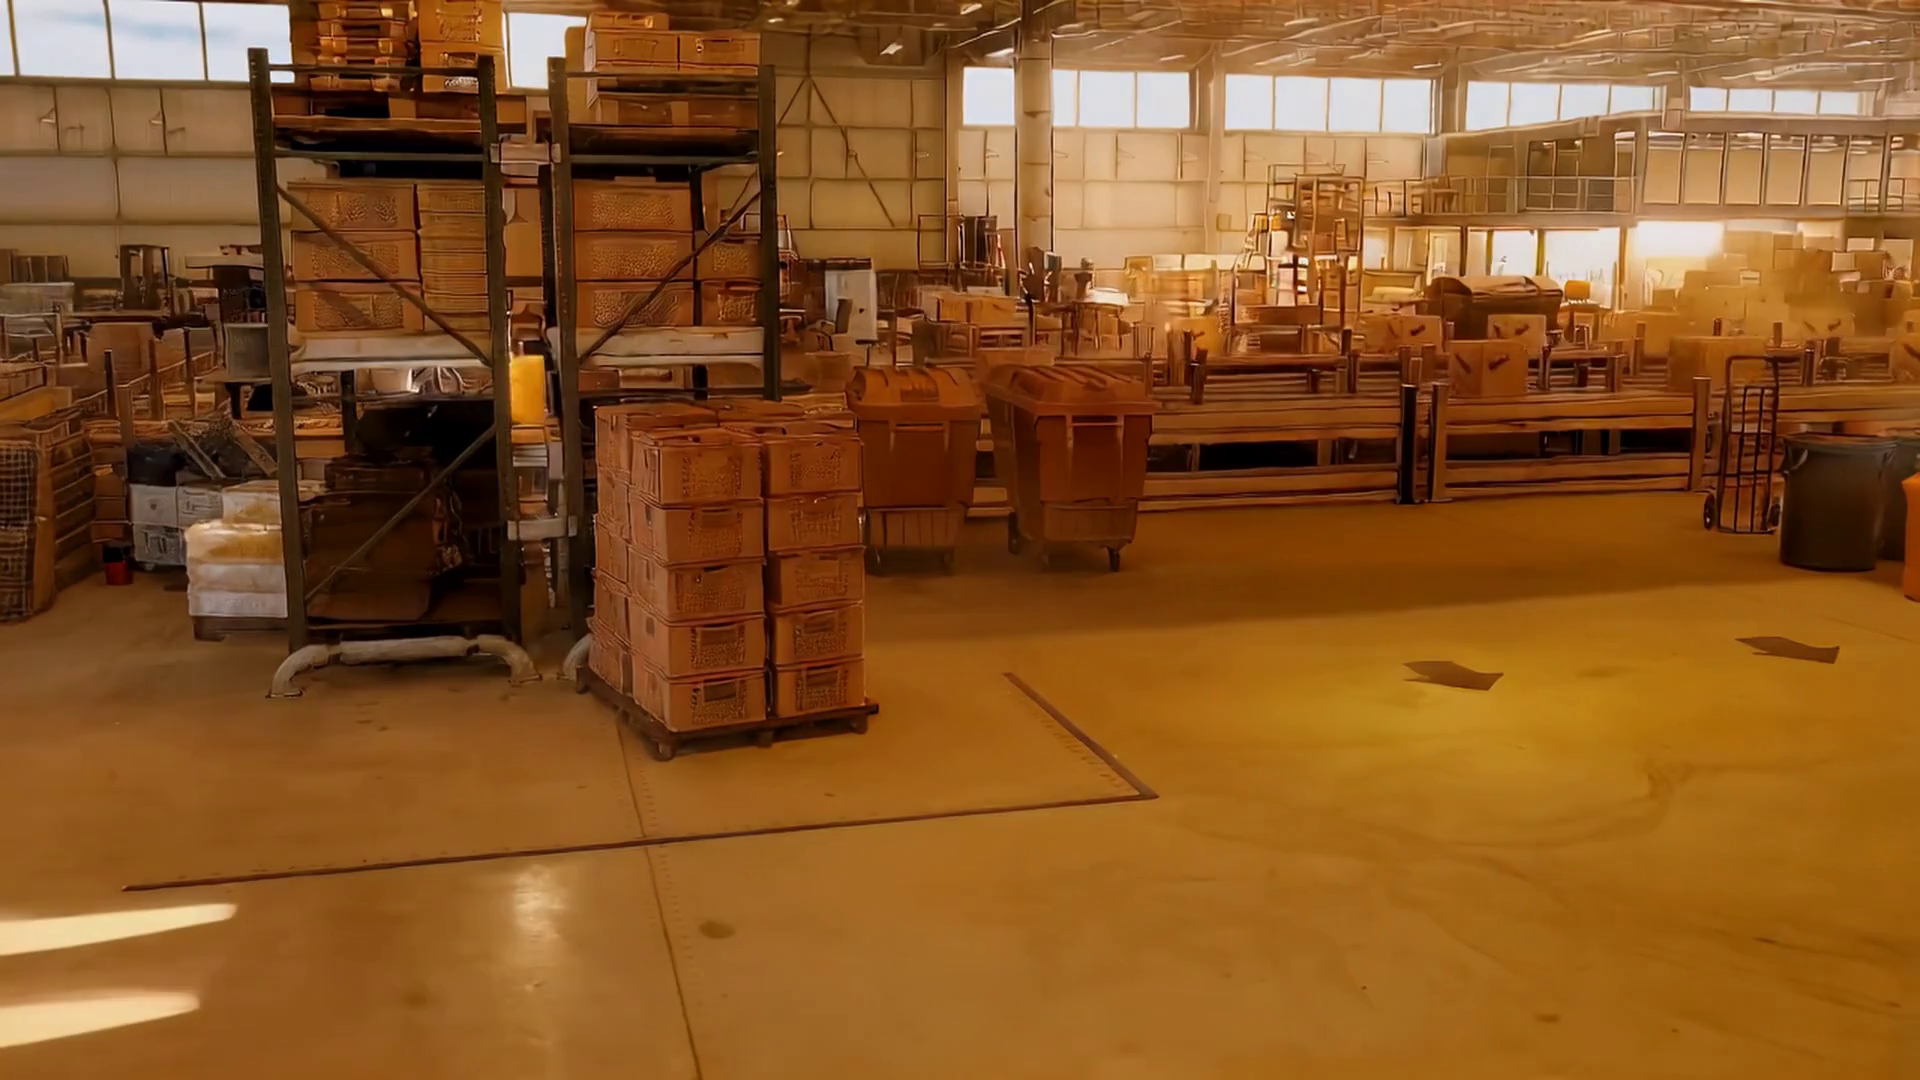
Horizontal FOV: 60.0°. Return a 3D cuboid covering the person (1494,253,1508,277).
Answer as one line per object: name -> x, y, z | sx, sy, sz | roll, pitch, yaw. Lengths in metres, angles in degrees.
person -> 18.084, -8.592, 55.444 | 0.613, 1.883, 0.953 | -4, 11, -21

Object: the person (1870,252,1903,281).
person -> 22.392, -6.005, 40.333 | 0.693, 2.000, 1.022 | 1, 10, 4

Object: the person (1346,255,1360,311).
person -> 12.856, -8.407, 54.387 | 0.575, 1.882, 0.355 | 8, 13, 38

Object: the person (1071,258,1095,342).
person -> 2.767, -5.334, 37.064 | 0.526, 1.853, 0.448 | 5, 11, 27

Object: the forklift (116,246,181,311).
forklift -> -19.966, -6.232, 40.894 | 1.157, 1.987, 2.680 | -3, 10, -15

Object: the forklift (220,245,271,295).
forklift -> -17.749, -6.334, 41.440 | 1.157, 1.987, 2.680 | -3, 10, -17

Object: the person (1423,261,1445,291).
person -> 12.576, -6.531, 44.173 | 0.537, 1.741, 0.746 | 1, 10, 4

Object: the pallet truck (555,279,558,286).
pallet truck -> -10.604, -6.375, 44.520 | 0.653, 1.274, 1.630 | -3, 10, -15
